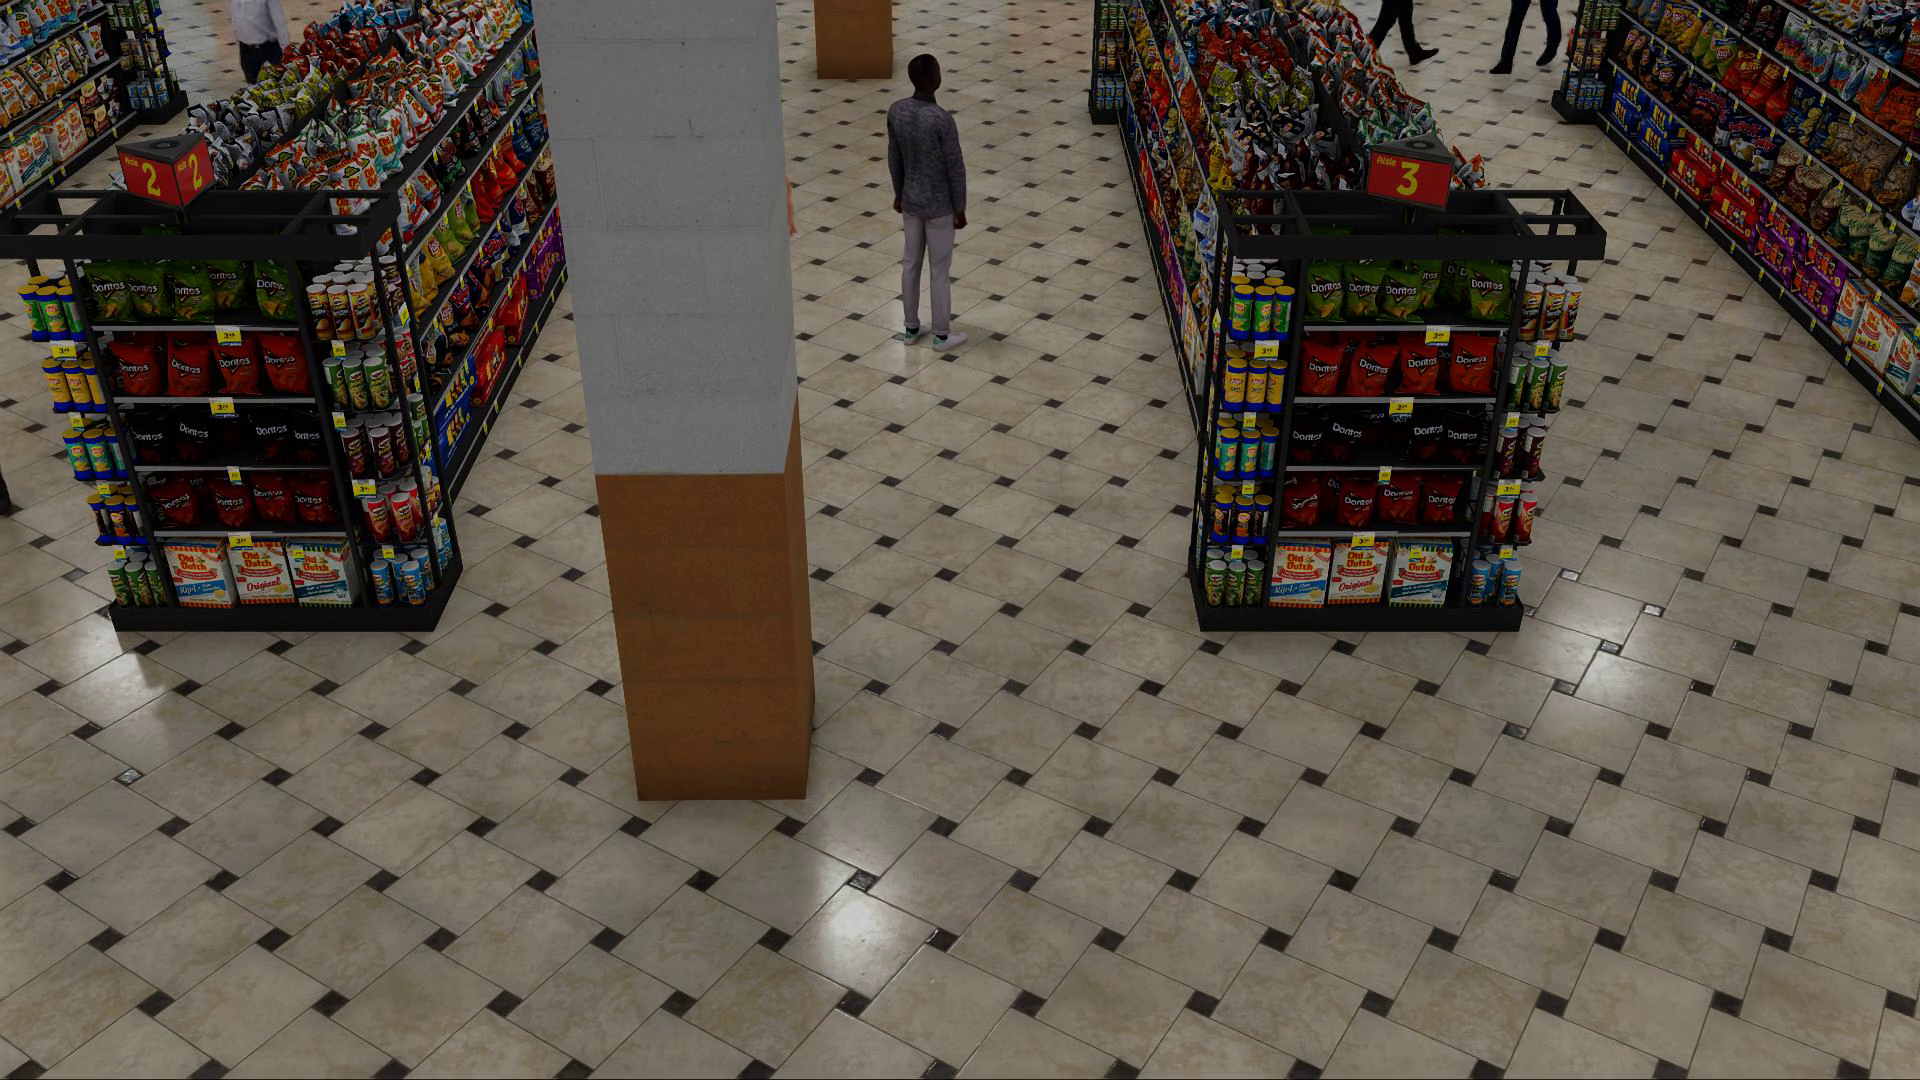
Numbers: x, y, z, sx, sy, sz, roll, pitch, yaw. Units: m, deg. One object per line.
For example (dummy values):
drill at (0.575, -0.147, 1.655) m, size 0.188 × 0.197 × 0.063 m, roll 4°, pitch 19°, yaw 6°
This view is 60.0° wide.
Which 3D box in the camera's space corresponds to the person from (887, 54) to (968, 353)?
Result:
person at (-0.206, -2.054, 10.185) m, size 0.761 × 1.839 × 0.763 m, roll 20°, pitch 37°, yaw 28°

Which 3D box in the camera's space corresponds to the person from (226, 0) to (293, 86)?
person at (-5.439, -3.862, 13.126) m, size 0.850 × 1.801 × 1.080 m, roll 10°, pitch 33°, yaw 15°

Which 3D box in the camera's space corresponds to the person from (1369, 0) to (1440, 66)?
person at (3.913, -5.095, 15.110) m, size 0.974 × 1.799 × 1.205 m, roll -8°, pitch 33°, yaw -13°

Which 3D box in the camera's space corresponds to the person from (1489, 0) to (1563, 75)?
person at (5.393, -5.229, 15.276) m, size 1.198 × 1.851 × 1.157 m, roll -27°, pitch 41°, yaw -36°
